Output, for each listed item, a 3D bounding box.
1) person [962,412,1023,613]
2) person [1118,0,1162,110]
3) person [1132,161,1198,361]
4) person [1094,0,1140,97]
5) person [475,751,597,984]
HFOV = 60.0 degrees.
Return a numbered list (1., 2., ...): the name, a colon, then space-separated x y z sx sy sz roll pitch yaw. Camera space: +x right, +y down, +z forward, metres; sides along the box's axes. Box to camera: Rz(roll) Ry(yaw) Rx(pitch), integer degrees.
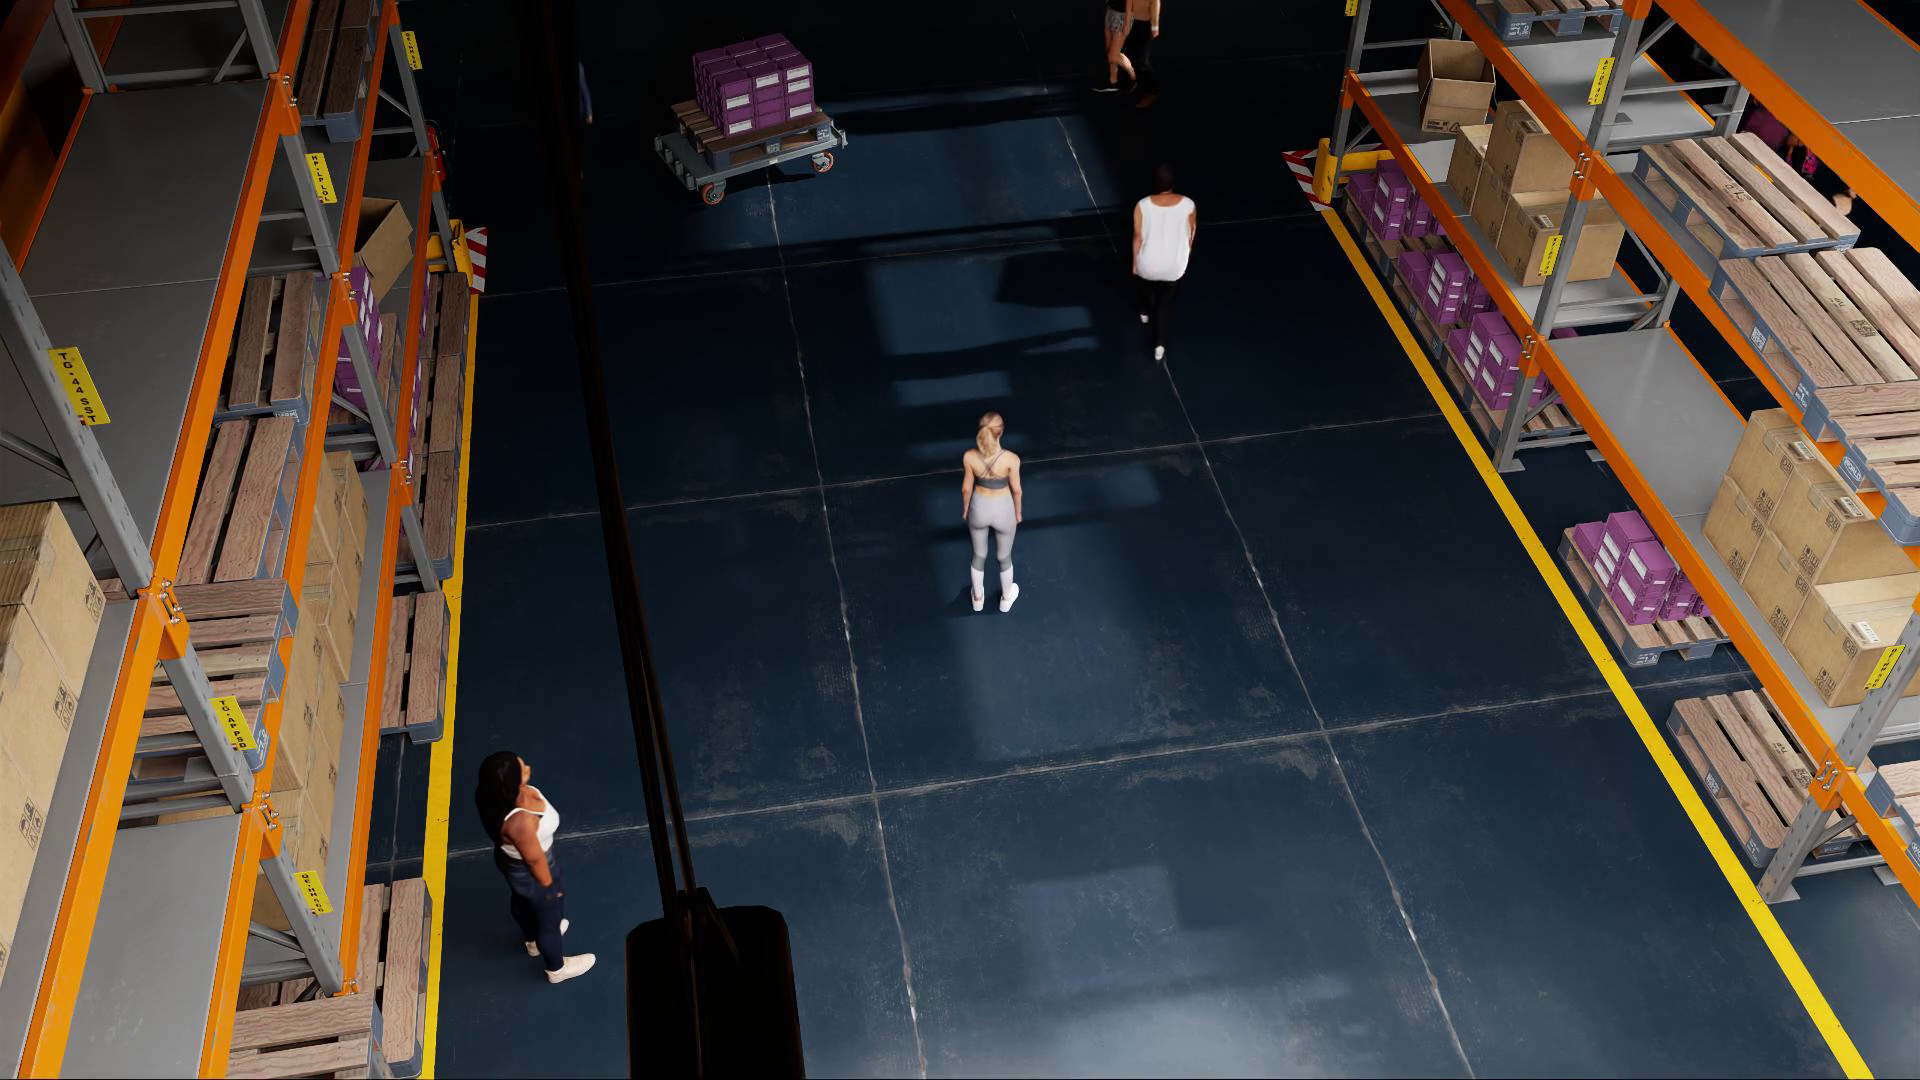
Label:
1. person: 0.215 -0.177 11.284 0.627 1.707 0.618 6 44 6
2. person: 1.821 -5.166 16.498 0.819 1.740 0.704 -27 50 -25
3. person: 1.625 -2.254 13.502 0.905 1.655 1.162 7 44 8
4. person: 1.642 -5.218 16.489 0.859 1.828 0.768 -10 44 -10
5. person: -2.391 1.788 9.148 0.791 1.809 0.684 -27 50 -26
